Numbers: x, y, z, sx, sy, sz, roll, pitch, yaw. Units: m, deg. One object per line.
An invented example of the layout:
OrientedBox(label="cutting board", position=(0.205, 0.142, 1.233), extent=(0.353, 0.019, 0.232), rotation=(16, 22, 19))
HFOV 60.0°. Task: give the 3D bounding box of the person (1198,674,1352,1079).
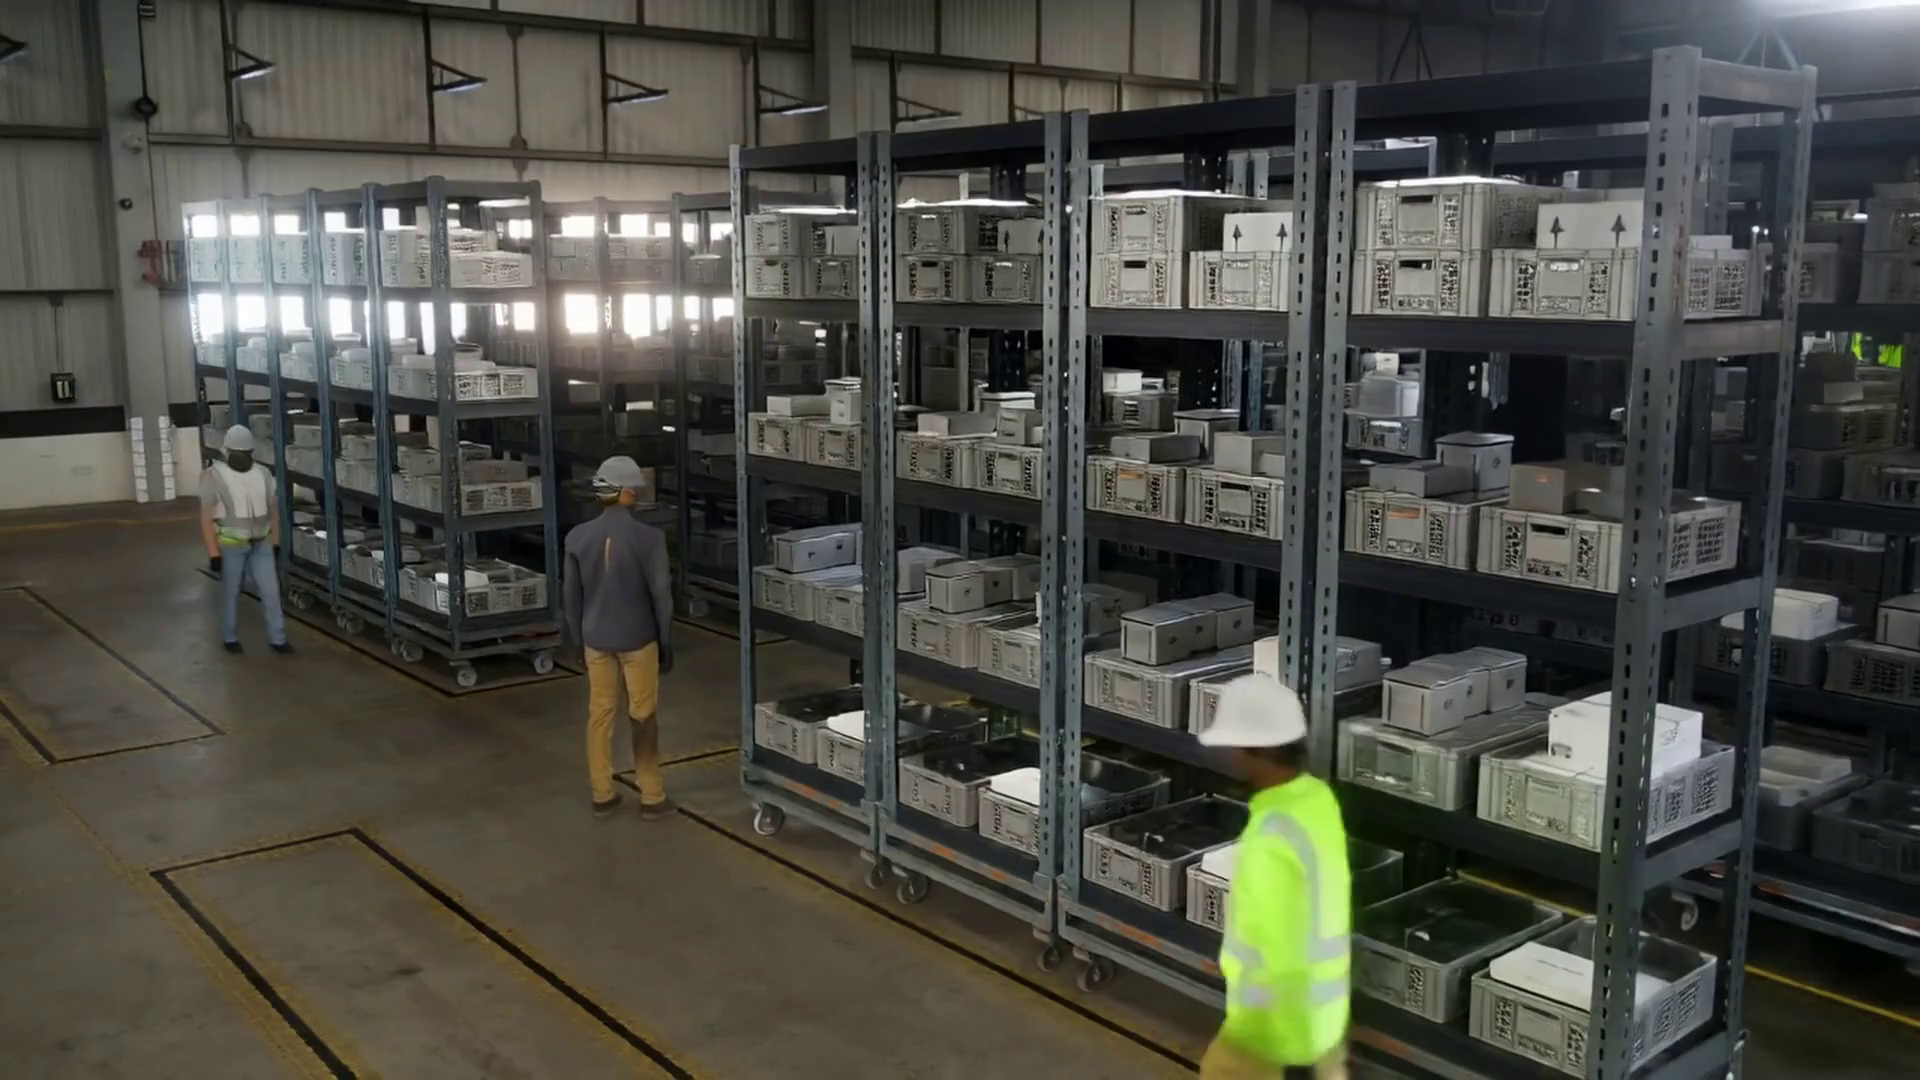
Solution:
OrientedBox(label="person", position=(0.992, 1.313, 4.659), extent=(0.946, 1.899, 0.573), rotation=(6, 11, 32))

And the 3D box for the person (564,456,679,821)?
OrientedBox(label="person", position=(-1.828, 0.537, 9.027), extent=(0.609, 1.988, 0.392), rotation=(2, 10, 13))

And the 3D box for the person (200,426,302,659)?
OrientedBox(label="person", position=(-5.393, 0.039, 12.613), extent=(0.870, 1.790, 0.623), rotation=(8, 12, 40))
